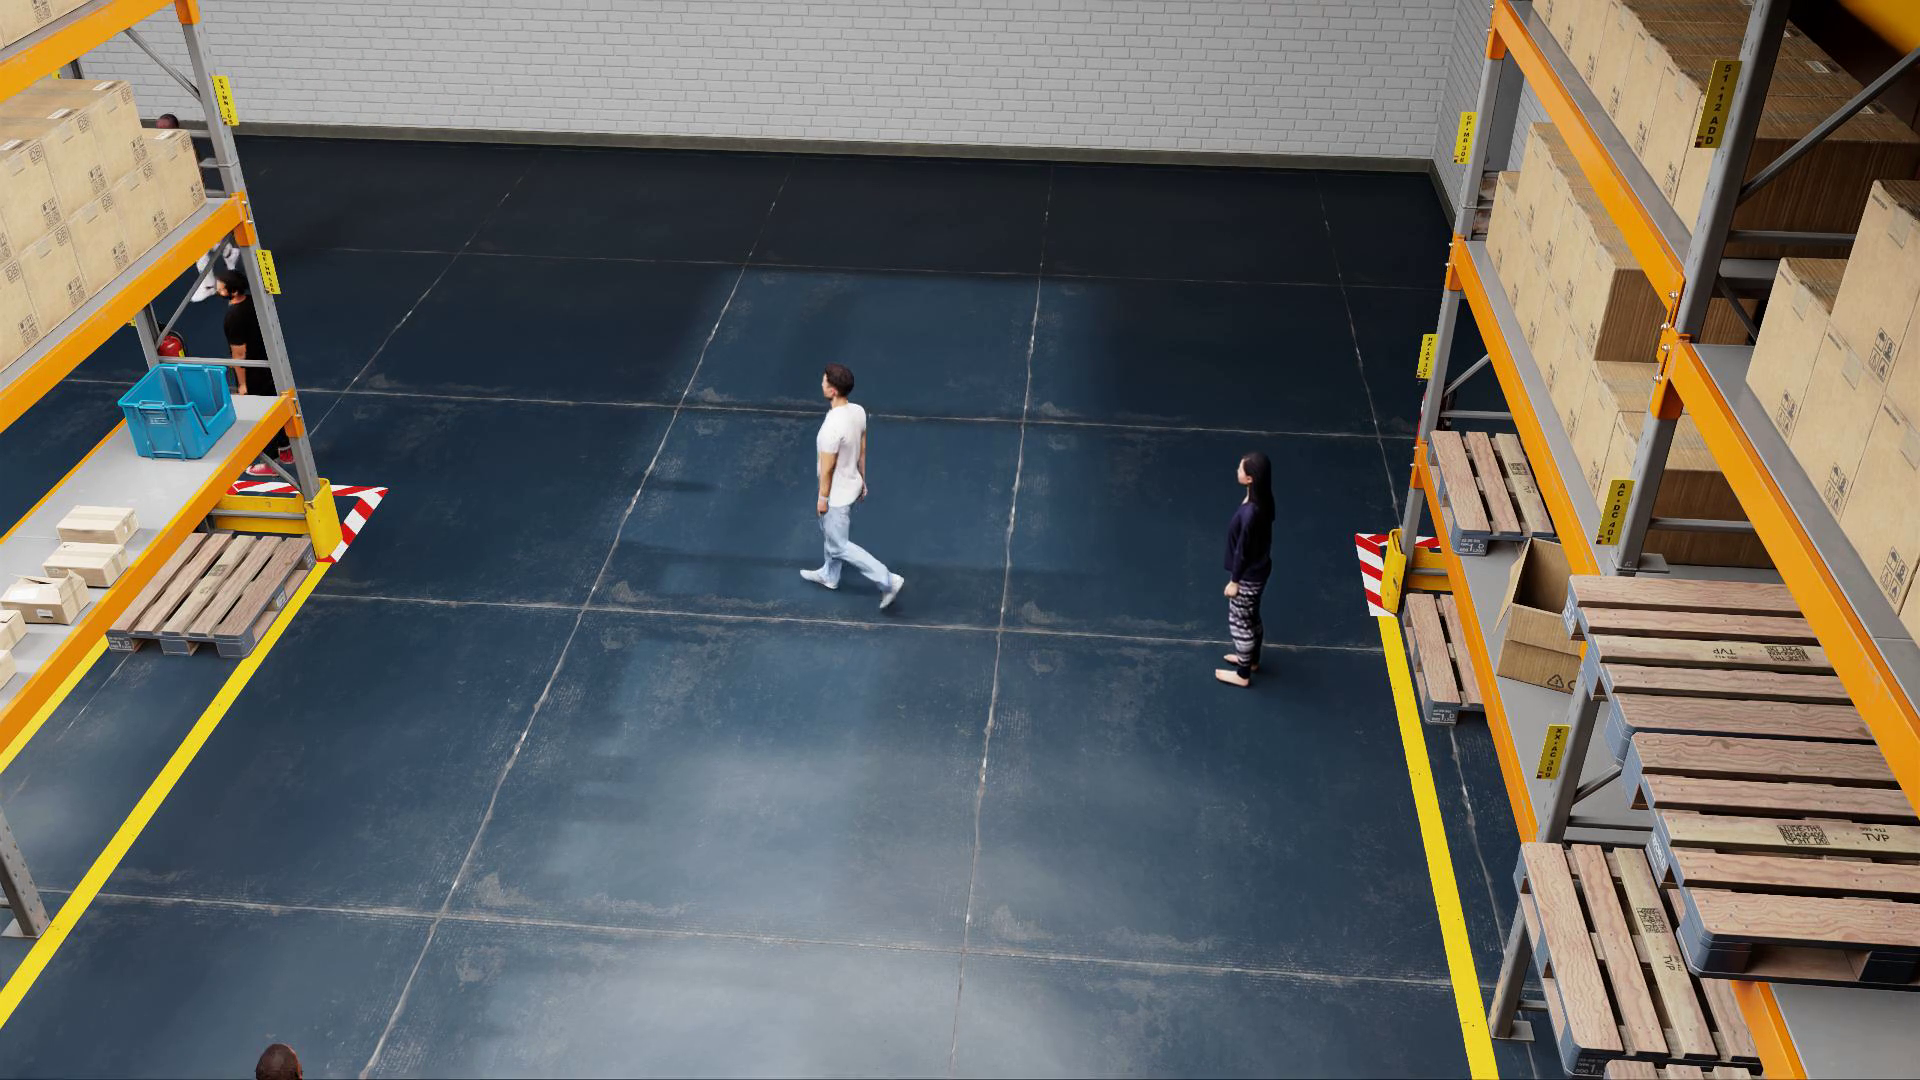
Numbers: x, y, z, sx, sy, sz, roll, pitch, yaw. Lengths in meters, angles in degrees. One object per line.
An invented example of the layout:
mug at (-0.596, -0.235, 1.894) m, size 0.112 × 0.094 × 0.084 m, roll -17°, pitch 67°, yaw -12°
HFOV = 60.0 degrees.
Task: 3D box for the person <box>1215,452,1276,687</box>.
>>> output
person at (1.902, 0.189, 10.857) m, size 0.712 × 1.731 × 0.561 m, roll 13°, pitch 36°, yaw 19°

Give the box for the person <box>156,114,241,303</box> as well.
person at (-7.318, -3.225, 15.927) m, size 0.976 × 1.804 × 1.075 m, roll 22°, pitch 39°, yaw 29°

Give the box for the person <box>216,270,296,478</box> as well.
person at (-5.568, -1.333, 13.128) m, size 0.695 × 1.751 × 0.519 m, roll 7°, pitch 34°, yaw 10°

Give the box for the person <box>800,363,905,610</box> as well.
person at (-0.758, -0.333, 11.552) m, size 0.903 × 1.830 × 1.101 m, roll 12°, pitch 35°, yaw 17°
